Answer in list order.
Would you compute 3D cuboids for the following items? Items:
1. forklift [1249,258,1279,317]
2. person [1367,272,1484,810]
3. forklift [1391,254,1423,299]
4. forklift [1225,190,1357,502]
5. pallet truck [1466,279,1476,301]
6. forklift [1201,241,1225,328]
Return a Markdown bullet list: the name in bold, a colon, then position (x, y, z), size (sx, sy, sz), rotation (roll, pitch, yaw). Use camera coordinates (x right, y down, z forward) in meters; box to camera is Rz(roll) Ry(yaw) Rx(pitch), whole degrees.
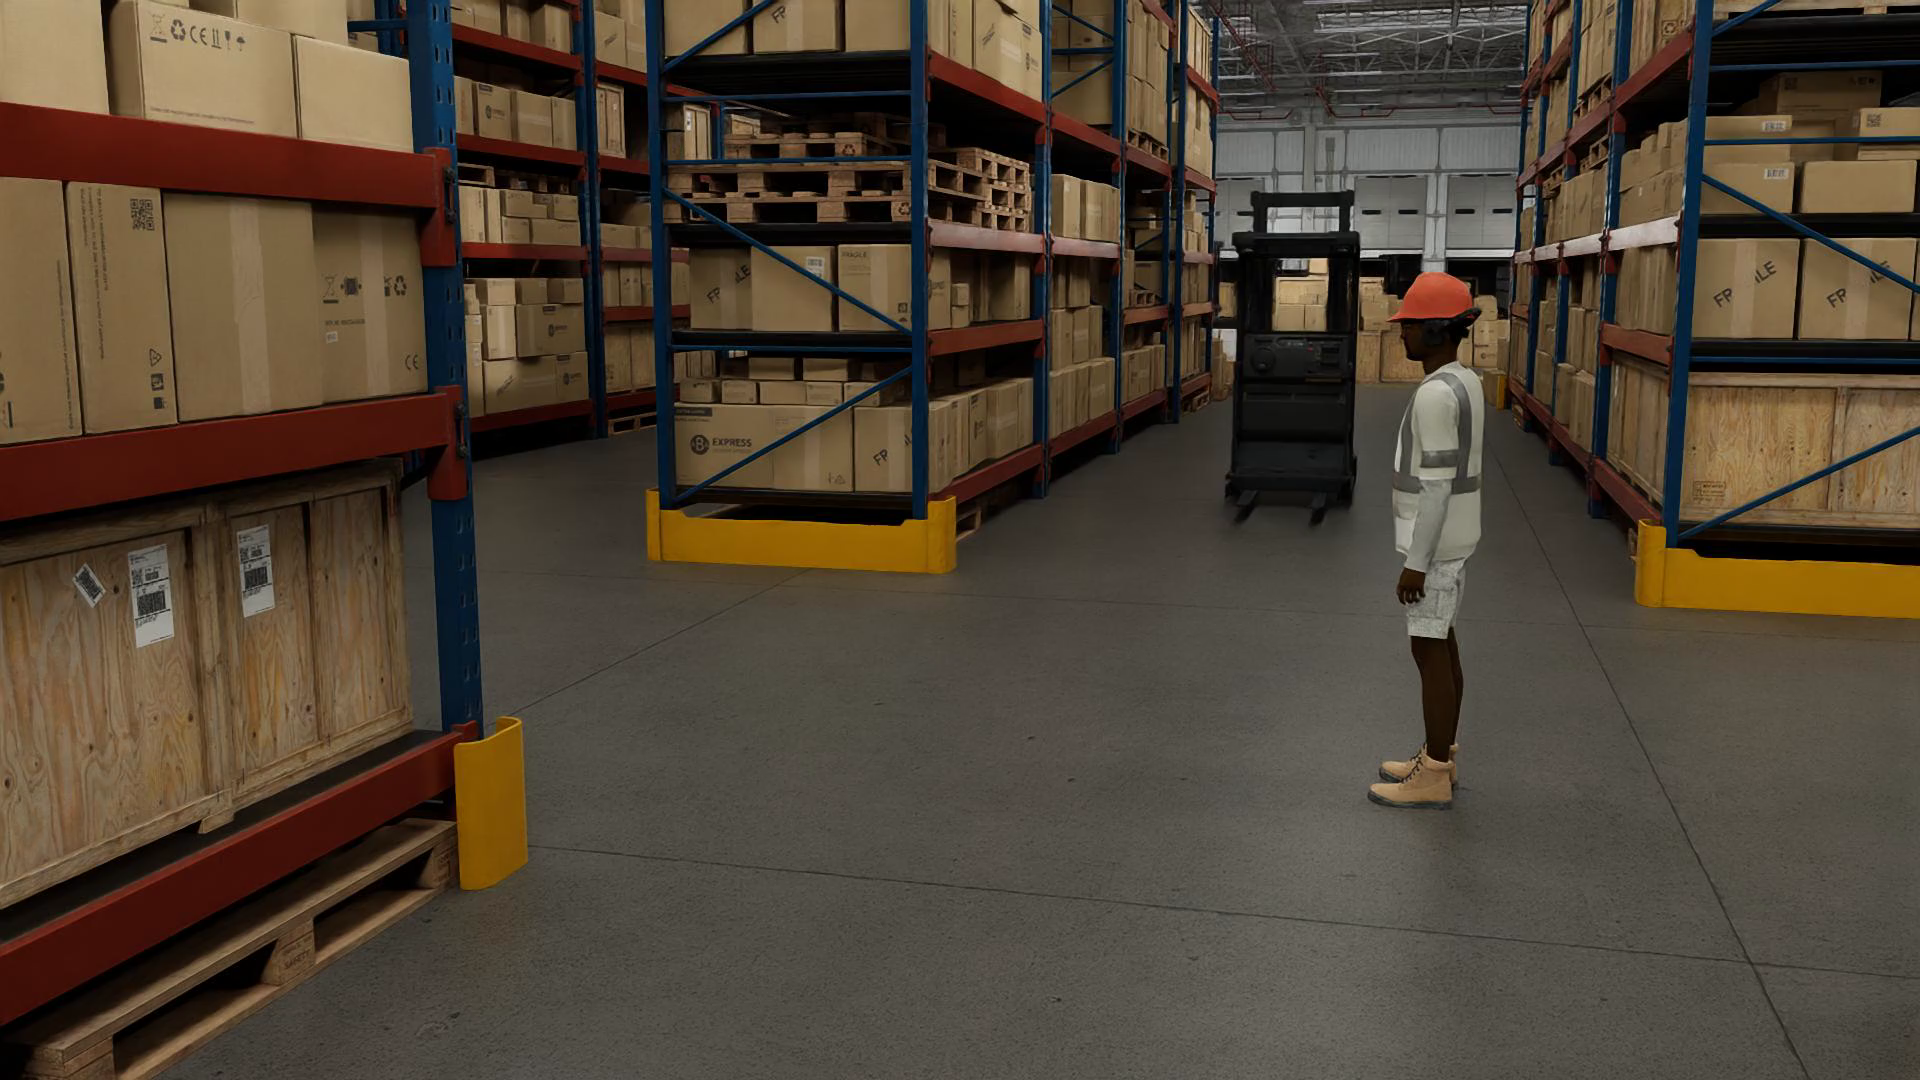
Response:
- **forklift**: position (11.321, -9.114, 61.676), size (1.129, 2.768, 1.873), rotation (2, 9, 15)
- **person**: position (1.790, 0.009, 6.368), size (0.377, 2.044, 0.608), rotation (4, 10, 24)
- **forklift**: position (14.740, -8.061, 54.986), size (1.129, 2.768, 1.873), rotation (-2, 9, -11)
- **forklift**: position (3.176, -1.861, 15.596), size (1.129, 2.768, 1.873), rotation (2, 9, 15)
- **pallet truck**: position (18.896, -8.459, 60.307), size (1.885, 1.965, 0.823), rotation (5, 10, 31)
- **forklift**: position (5.514, -5.152, 36.503), size (1.873, 2.768, 1.129), rotation (2, 9, 14)
